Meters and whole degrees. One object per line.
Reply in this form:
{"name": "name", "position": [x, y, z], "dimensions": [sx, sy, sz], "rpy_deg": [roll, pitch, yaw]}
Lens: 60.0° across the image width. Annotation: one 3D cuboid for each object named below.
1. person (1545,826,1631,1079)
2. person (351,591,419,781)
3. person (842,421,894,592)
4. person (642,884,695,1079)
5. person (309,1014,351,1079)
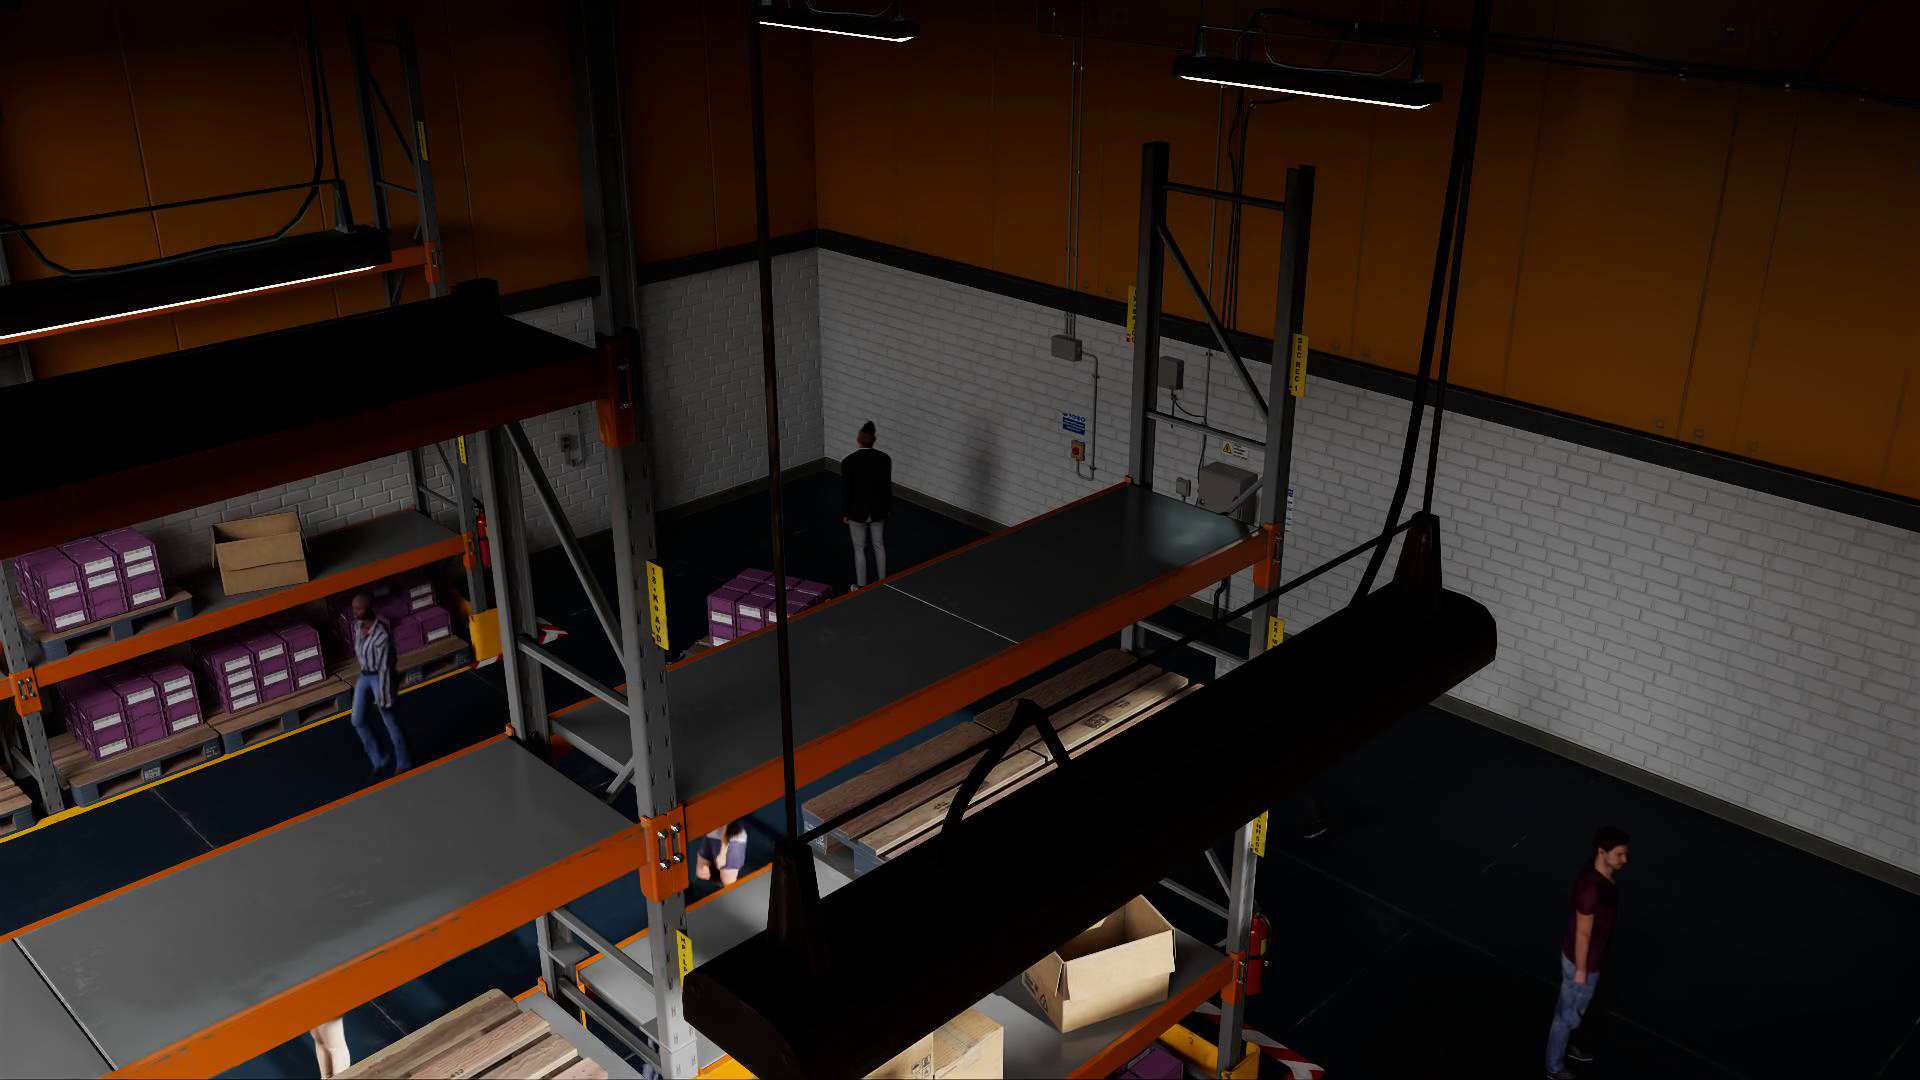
{"name": "person", "position": [3.996, 2.622, 10.637], "dimensions": [0.771, 1.851, 0.598], "rpy_deg": [12, 26, 25]}
{"name": "person", "position": [-4.795, 1.208, 13.961], "dimensions": [0.694, 1.779, 0.708], "rpy_deg": [17, 29, 34]}
{"name": "person", "position": [-0.954, -0.334, 17.275], "dimensions": [0.701, 1.950, 0.850], "rpy_deg": [-8, 25, -18]}
{"name": "person", "position": [-1.686, 2.819, 10.442], "dimensions": [0.884, 1.646, 1.186], "rpy_deg": [9, 25, 19]}
{"name": "person", "position": [-4.010, 2.821, 10.430], "dimensions": [0.602, 1.652, 0.544], "rpy_deg": [22, 32, 40]}
